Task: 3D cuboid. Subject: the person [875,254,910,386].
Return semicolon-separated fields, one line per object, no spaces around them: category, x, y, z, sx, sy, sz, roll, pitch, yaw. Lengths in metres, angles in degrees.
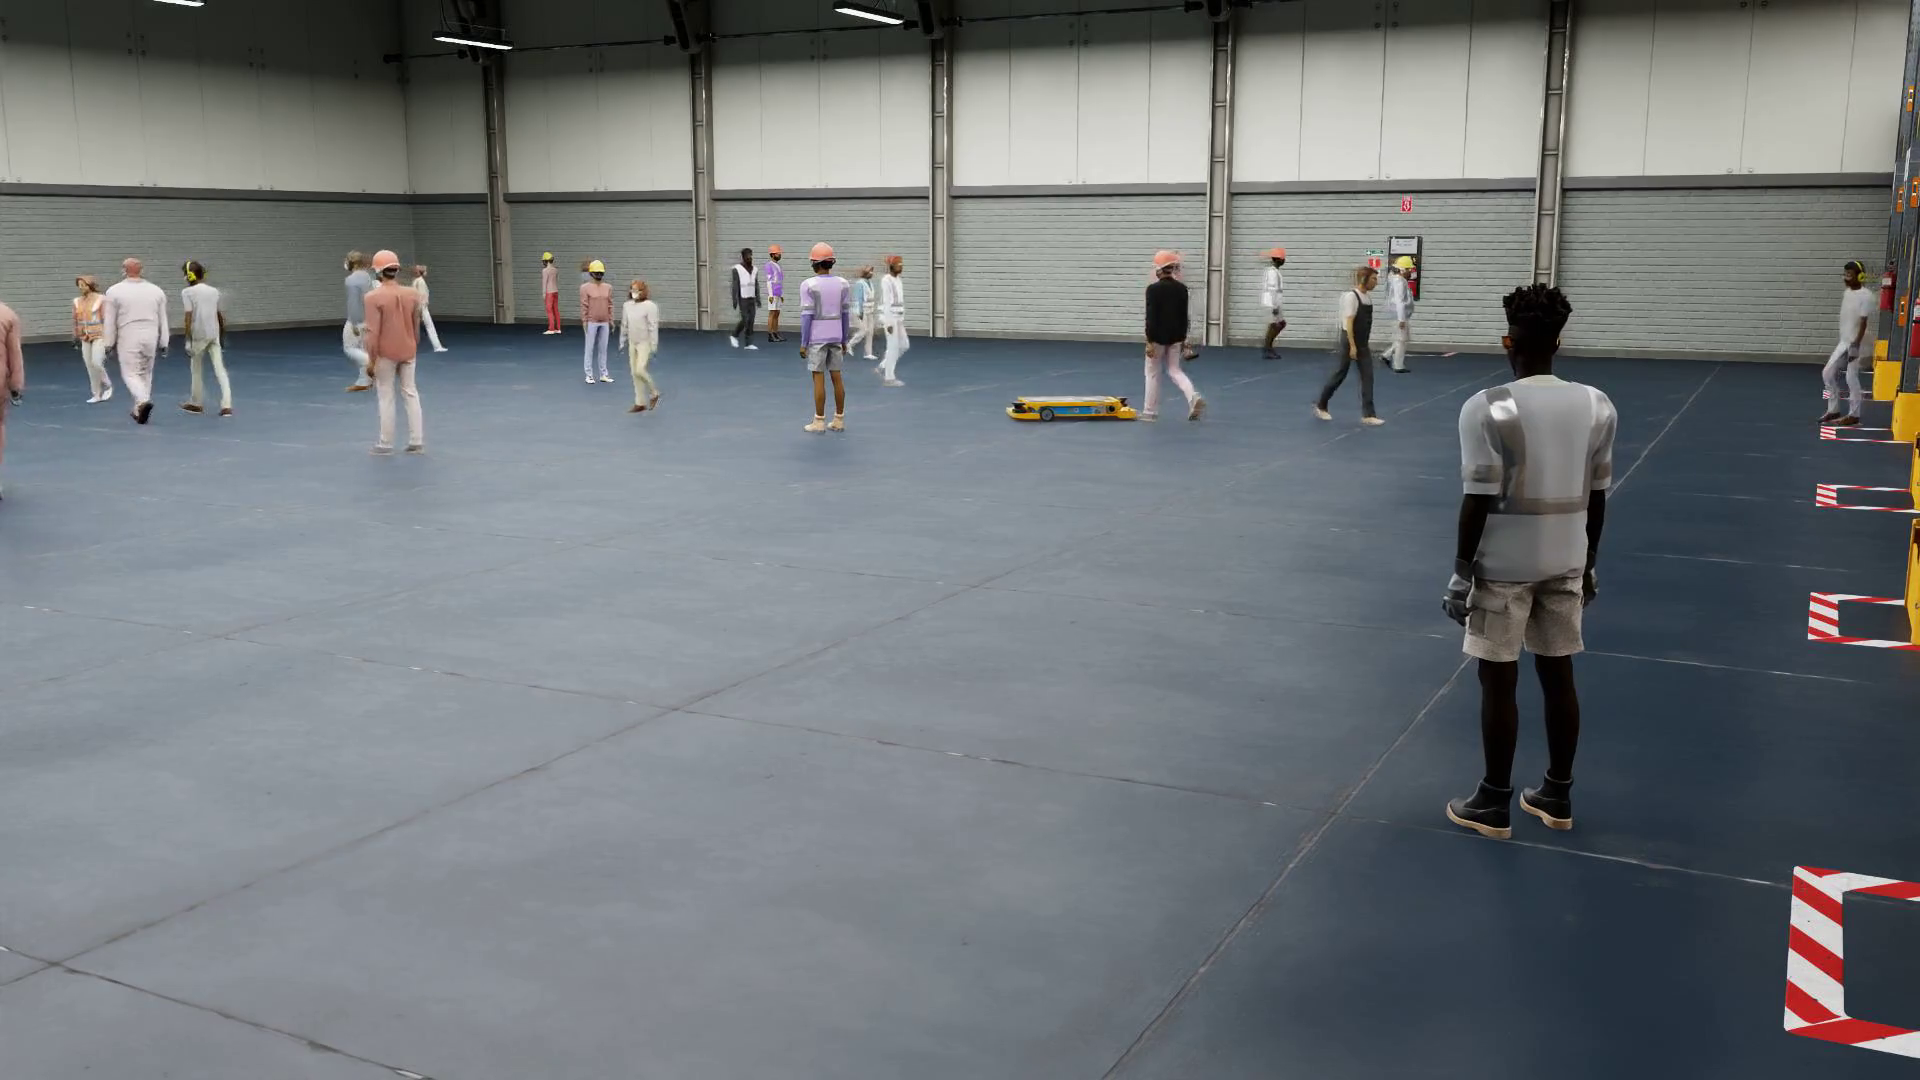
person;-0.946;-3.100;23.500;0.444;1.868;0.603;3;11;16

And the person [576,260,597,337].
person;-7.768;-5.040;34.781;0.404;1.613;0.496;5;12;25

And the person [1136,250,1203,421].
person;2.393;-2.298;18.891;0.628;1.971;0.830;-7;13;-34

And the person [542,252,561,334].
person;-8.866;-5.322;35.933;0.337;1.757;0.517;3;11;16

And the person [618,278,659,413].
person;-3.863;-2.324;19.958;0.524;1.622;0.349;7;13;35

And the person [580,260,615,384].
person;-5.230;-3.149;24.050;0.526;1.769;0.328;-9;14;-40

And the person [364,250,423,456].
person;-5.497;-1.809;16.134;0.382;1.995;0.617;7;12;33

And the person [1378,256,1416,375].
person;6.734;-3.430;25.445;0.444;1.813;0.612;3;11;13

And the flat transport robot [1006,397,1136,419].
flat transport robot;1.287;-1.551;19.418;1.431;0.197;0.652;-1;10;-6

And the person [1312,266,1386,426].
person;4.426;-2.207;18.844;0.532;1.801;0.947;-8;13;-39

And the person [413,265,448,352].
person;-9.856;-4.210;30.296;0.852;1.600;0.543;-6;12;-31

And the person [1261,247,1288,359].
person;5.420;-4.060;28.581;0.417;1.921;0.577;3;11;14

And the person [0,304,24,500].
person;-8.044;-1.273;13.541;0.930;1.866;0.646;9;14;41

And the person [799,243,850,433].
person;-1.474;-2.176;17.980;0.607;2.048;0.366;-8;13;-38

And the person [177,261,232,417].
person;-8.966;-2.372;19.671;0.938;1.812;0.611;7;13;34

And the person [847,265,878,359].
person;-1.680;-3.914;28.605;0.462;1.620;0.531;4;11;23

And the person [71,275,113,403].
person;-11.038;-2.544;21.135;0.537;1.623;0.381;2;11;12

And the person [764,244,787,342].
person;-3.691;-4.935;33.311;0.348;1.943;0.545;3;11;18

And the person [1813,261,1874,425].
person;9.880;-2.180;18.552;0.629;1.840;0.540;-1;10;-5

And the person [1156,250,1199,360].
person;3.664;-3.982;28.325;0.664;1.856;0.975;-8;13;-36

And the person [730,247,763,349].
person;-4.010;-4.513;31.124;0.462;1.901;0.595;7;13;35

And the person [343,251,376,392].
person;-8.090;-2.949;22.529;0.531;1.922;0.634;1;10;7

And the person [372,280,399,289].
person;-8.957;-3.471;25.866;0.532;1.754;0.579;0;10;0

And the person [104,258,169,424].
person;-9.326;-2.254;18.894;0.854;1.874;0.672;9;14;42

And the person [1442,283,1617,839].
person;2.004;0.079;5.905;0.613;1.963;0.362;-3;11;-17
